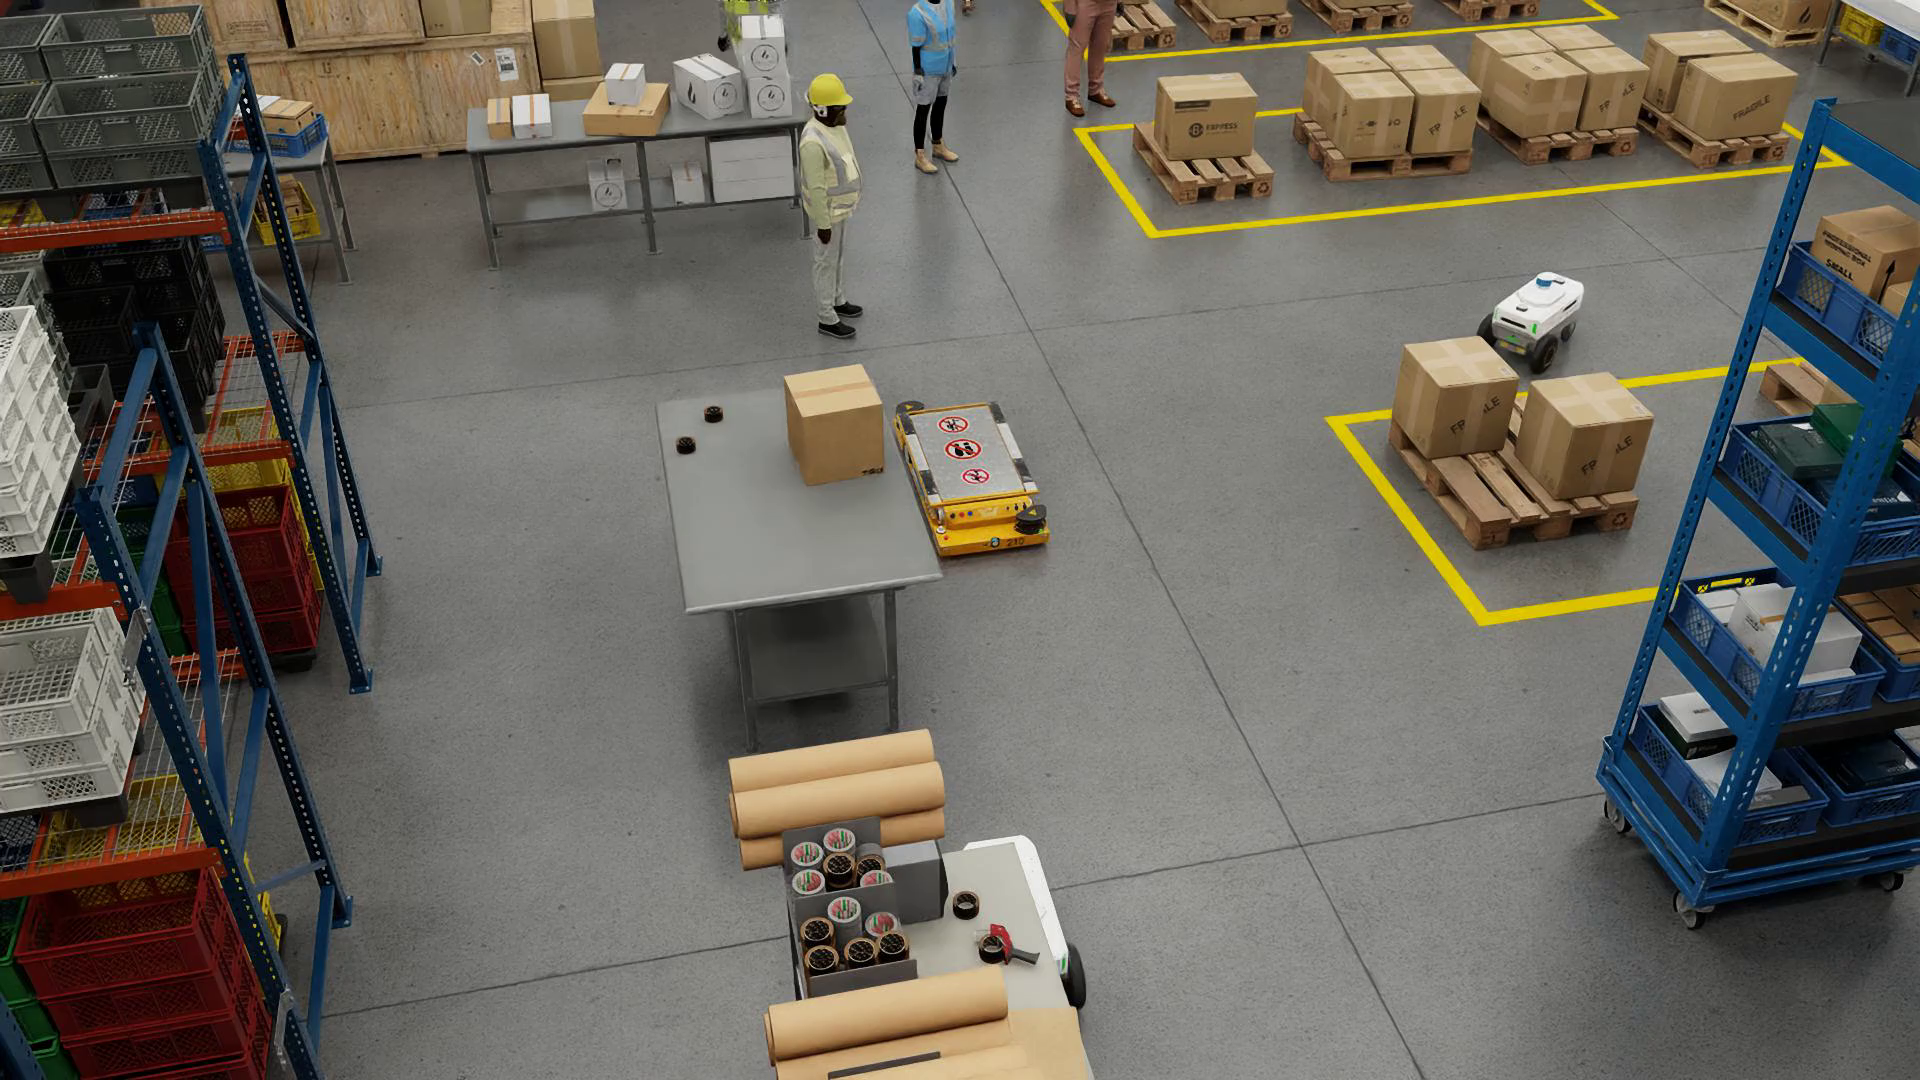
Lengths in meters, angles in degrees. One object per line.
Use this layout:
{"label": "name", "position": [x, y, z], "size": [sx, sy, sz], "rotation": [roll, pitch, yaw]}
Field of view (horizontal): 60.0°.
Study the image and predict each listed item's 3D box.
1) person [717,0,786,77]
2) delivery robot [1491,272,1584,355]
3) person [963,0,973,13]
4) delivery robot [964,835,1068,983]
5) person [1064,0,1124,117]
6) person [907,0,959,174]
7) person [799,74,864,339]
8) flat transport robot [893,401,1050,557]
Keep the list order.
{"label": "person", "position": [-1.739, -4.200, 13.884], "size": [0.630, 1.831, 0.445], "rotation": [27, 44, 31]}
{"label": "delivery robot", "position": [3.943, -1.584, 11.342], "size": [0.477, 0.478, 0.707], "rotation": [30, 45, 33]}
{"label": "person", "position": [0.167, -6.270, 16.681], "size": [0.588, 1.830, 0.749], "rotation": [-20, 41, -24]}
{"label": "delivery robot", "position": [0.222, 1.590, 7.082], "size": [0.477, 0.478, 0.707], "rotation": [-7, 37, -9]}
{"label": "person", "position": [1.182, -4.670, 14.446], "size": [0.642, 1.909, 0.399], "rotation": [-23, 43, -28]}
{"label": "person", "position": [-0.208, -3.843, 13.505], "size": [0.315, 1.700, 0.541], "rotation": [24, 43, 28]}
{"label": "person", "position": [-0.862, -2.271, 11.284], "size": [0.403, 1.833, 0.586], "rotation": [5, 37, 7]}
{"label": "flat transport robot", "position": [0.046, -0.430, 10.108], "size": [0.652, 0.197, 1.431], "rotation": [-8, 37, -10]}
